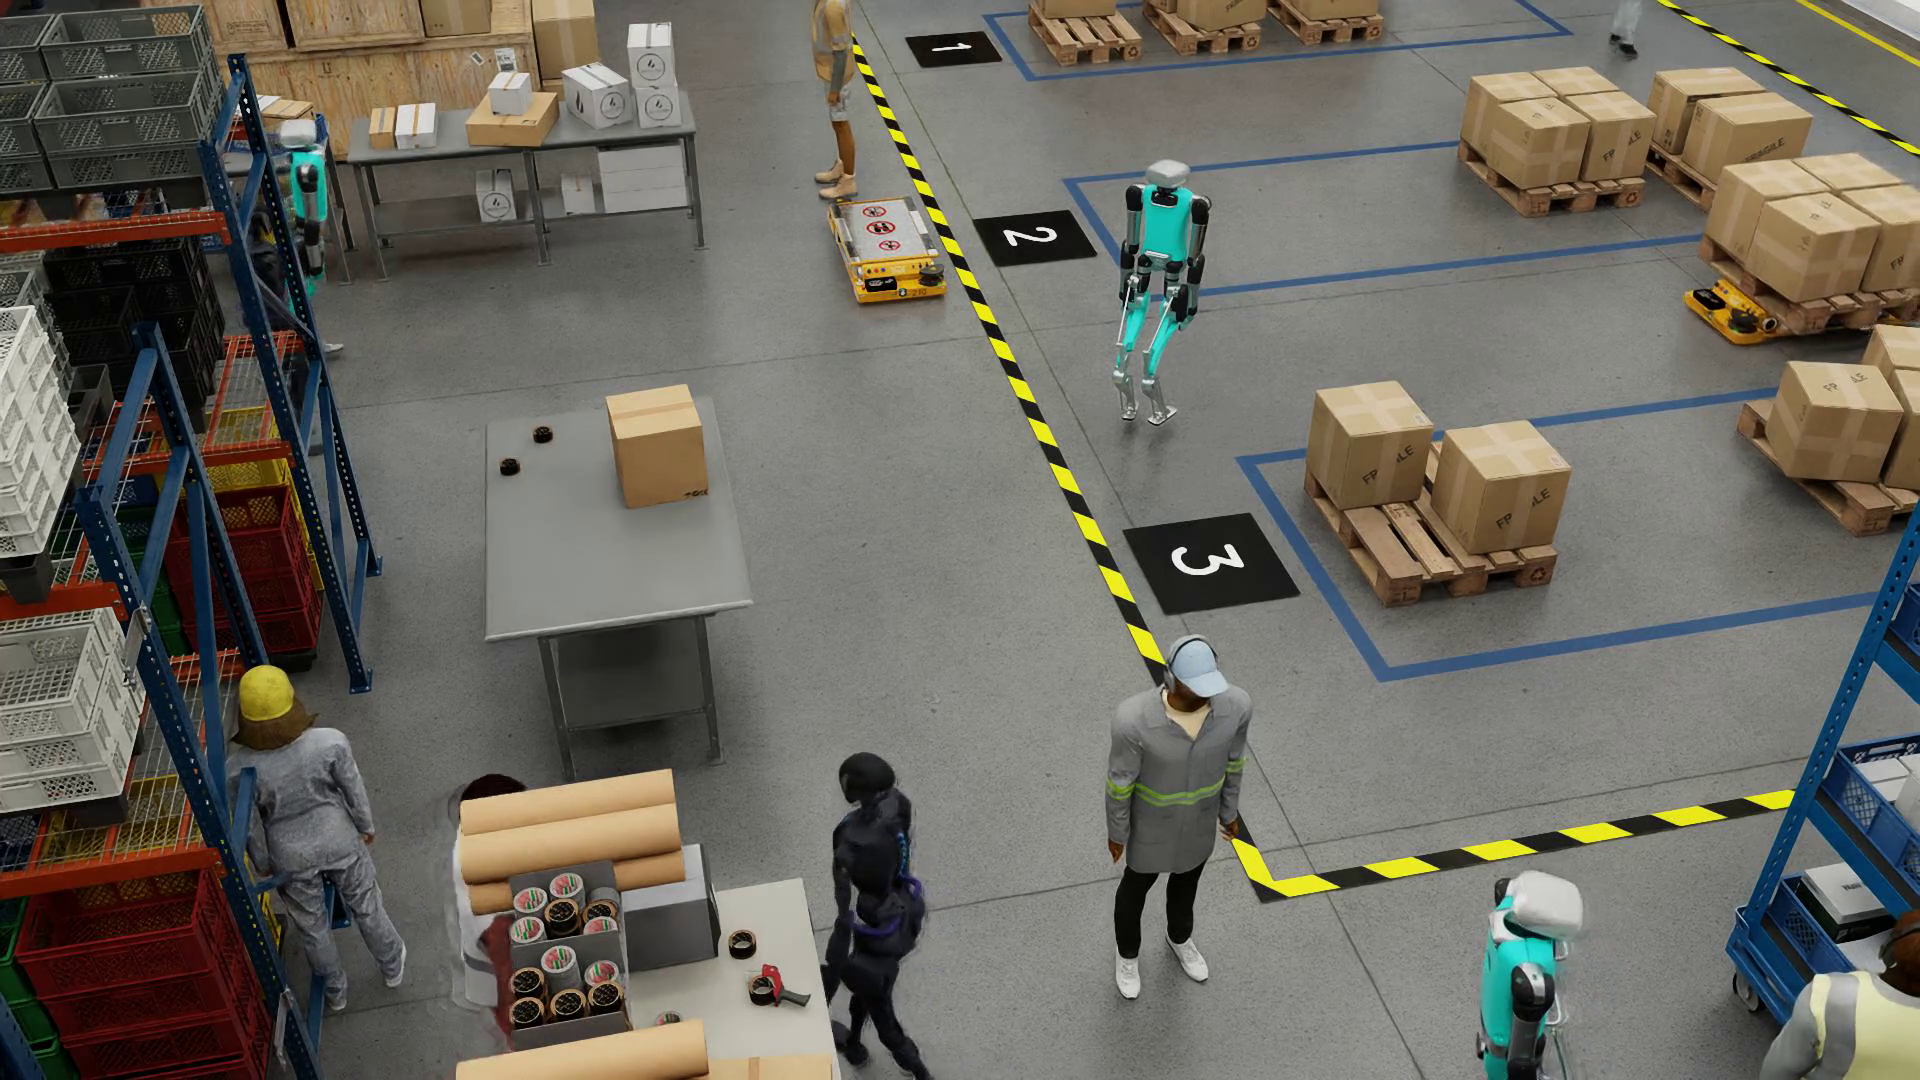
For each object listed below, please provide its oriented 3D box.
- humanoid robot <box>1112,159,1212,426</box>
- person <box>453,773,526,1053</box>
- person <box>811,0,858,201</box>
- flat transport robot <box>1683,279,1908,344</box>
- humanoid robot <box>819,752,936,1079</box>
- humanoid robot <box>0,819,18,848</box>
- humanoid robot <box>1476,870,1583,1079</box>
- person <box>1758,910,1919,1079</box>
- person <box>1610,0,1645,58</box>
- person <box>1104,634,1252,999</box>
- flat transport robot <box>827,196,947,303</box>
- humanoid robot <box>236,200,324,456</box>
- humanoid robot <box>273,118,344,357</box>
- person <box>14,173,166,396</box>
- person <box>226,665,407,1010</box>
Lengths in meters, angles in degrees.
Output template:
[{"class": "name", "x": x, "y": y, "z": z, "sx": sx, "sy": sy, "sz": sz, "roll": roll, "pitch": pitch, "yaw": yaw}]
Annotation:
[{"class": "humanoid robot", "x": 1.140, "y": -1.430, "z": 10.133, "sx": 0.533, "sy": 1.677, "sz": 0.735, "roll": 17, "pitch": 40, "yaw": 22}, {"class": "person", "x": -1.665, "y": 1.588, "z": 6.063, "sx": 0.850, "sy": 1.888, "sz": 0.606, "roll": -11, "pitch": 38, "yaw": -15}, {"class": "person", "x": -1.009, "y": -3.659, "z": 12.986, "sx": 0.391, "sy": 2.044, "sz": 0.607, "roll": -4, "pitch": 37, "yaw": -5}, {"class": "flat transport robot", "x": 5.981, "y": -1.706, "z": 11.823, "sx": 1.431, "sy": 0.197, "sz": 0.652, "roll": -8, "pitch": 37, "yaw": -10}, {"class": "humanoid robot", "x": -0.290, "y": 1.526, "z": 6.363, "sx": 0.664, "sy": 1.642, "sz": 0.623, "roll": 18, "pitch": 40, "yaw": 23}, {"class": "humanoid robot", "x": -4.627, "y": 0.866, "z": 7.215, "sx": 0.778, "sy": 1.831, "sz": 0.557, "roll": 13, "pitch": 39, "yaw": 17}, {"class": "humanoid robot", "x": 2.072, "y": 1.856, "z": 5.839, "sx": 1.025, "sy": 1.751, "sz": 0.557, "roll": 5, "pitch": 37, "yaw": 6}, {"class": "person", "x": 3.017, "y": 1.916, "z": 5.661, "sx": 0.621, "sy": 1.845, "sz": 0.430, "roll": 10, "pitch": 38, "yaw": 13}, {"class": "person", "x": 6.509, "y": -5.505, "z": 15.692, "sx": 0.407, "sy": 1.786, "sz": 0.740, "roll": -2, "pitch": 37, "yaw": -3}, {"class": "person", "x": 0.866, "y": 1.121, "z": 6.720, "sx": 0.592, "sy": 1.852, "sz": 0.368, "roll": -10, "pitch": 38, "yaw": -13}, {"class": "flat transport robot", "x": -0.570, "y": -2.220, "z": 12.538, "sx": 0.659, "sy": 0.231, "sz": 1.431, "roll": -8, "pitch": 37, "yaw": -10}, {"class": "humanoid robot", "x": -4.132, "y": -1.260, "z": 10.059, "sx": 0.349, "sy": 1.644, "sz": 0.589, "roll": -26, "pitch": 44, "yaw": -30}, {"class": "humanoid robot", "x": -4.369, "y": -1.801, "z": 10.842, "sx": 0.775, "sy": 1.902, "sz": 0.576, "roll": -10, "pitch": 38, "yaw": -13}, {"class": "person", "x": -5.652, "y": -1.821, "z": 10.628, "sx": 0.833, "sy": 1.915, "sz": 0.545, "roll": 10, "pitch": 38, "yaw": 14}, {"class": "person", "x": -2.612, "y": 1.201, "z": 6.703, "sx": 0.492, "sy": 1.742, "sz": 0.319, "roll": -18, "pitch": 40, "yaw": -22}]
